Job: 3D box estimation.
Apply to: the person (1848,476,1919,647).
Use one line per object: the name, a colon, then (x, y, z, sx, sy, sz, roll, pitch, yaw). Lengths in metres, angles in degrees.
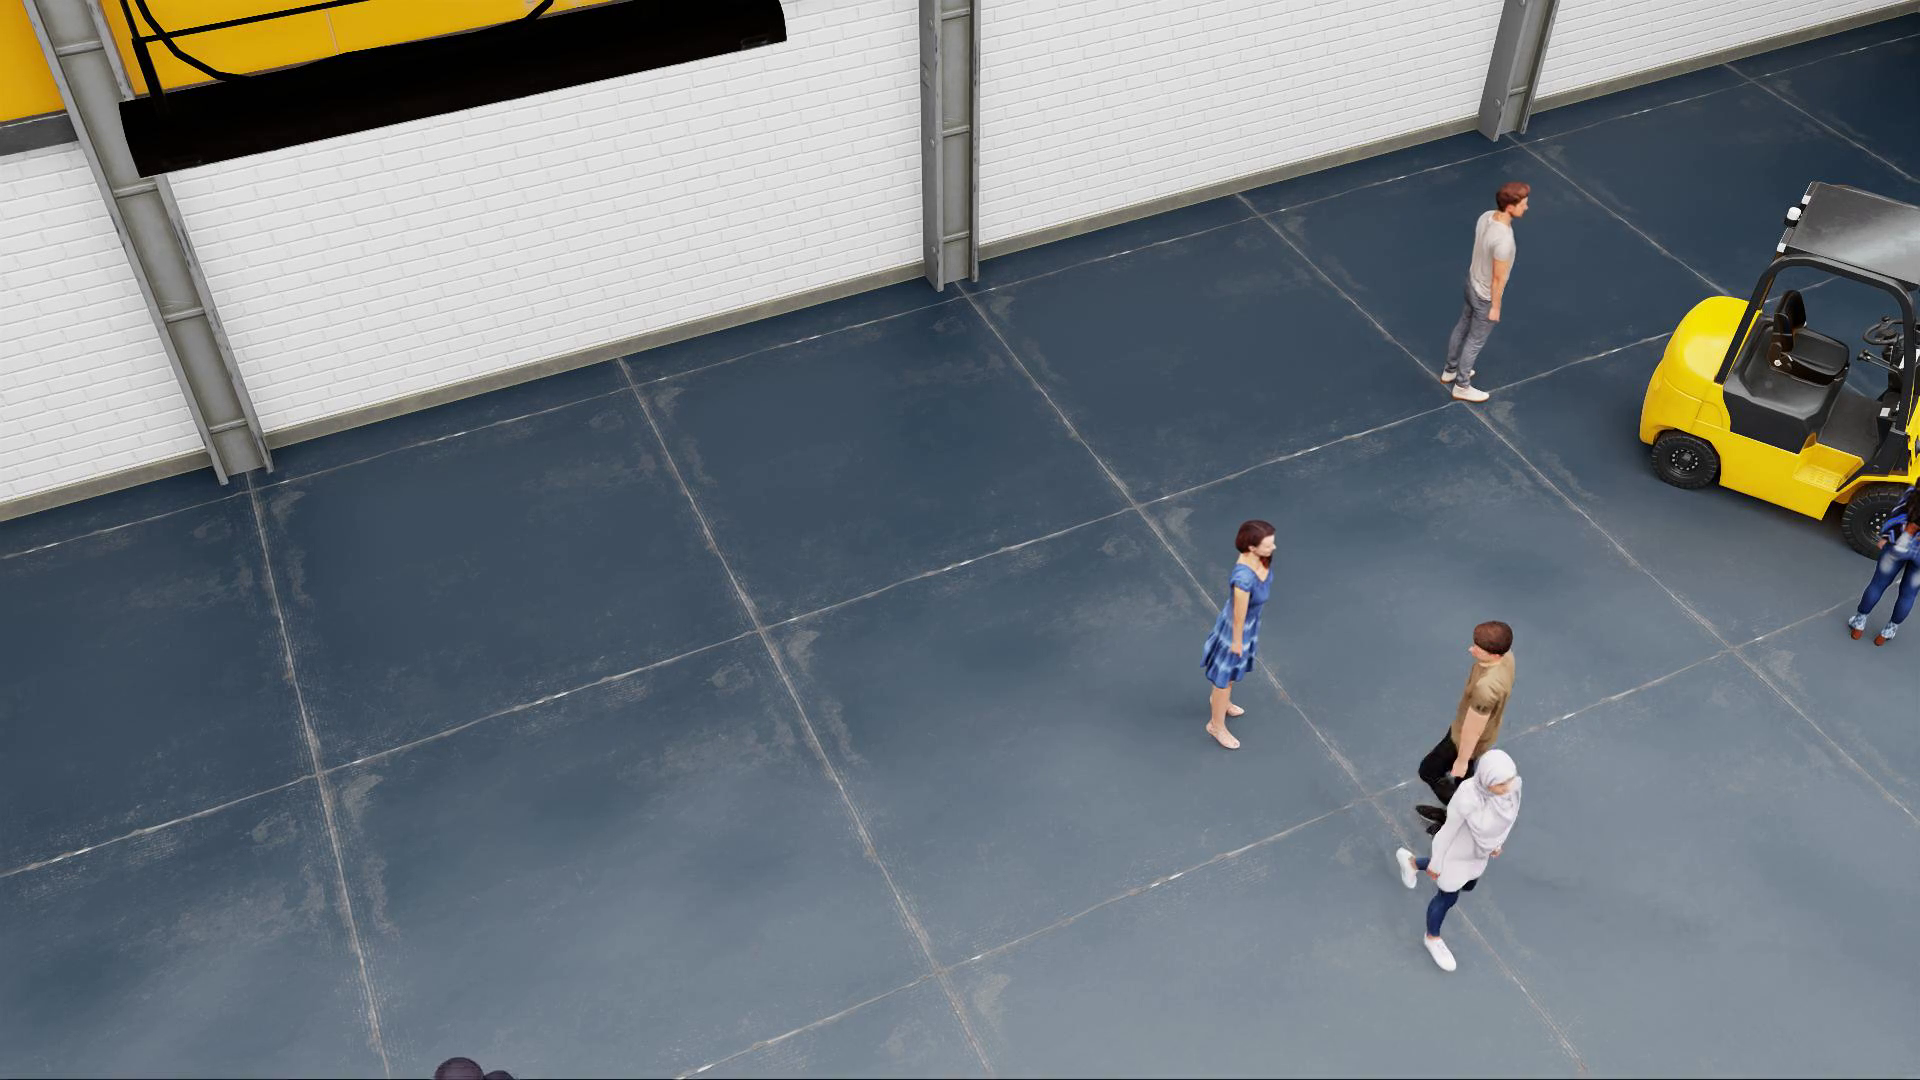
person: (6.301, 0.063, 10.991, 0.694, 1.615, 0.719, 23, 48, 22)

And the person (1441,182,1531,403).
person: (4.056, -1.935, 12.888, 0.681, 1.891, 0.729, -4, 44, -4)

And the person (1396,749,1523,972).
person: (2.743, 1.655, 9.214, 0.839, 1.761, 0.687, -17, 46, -17)

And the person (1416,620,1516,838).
person: (3.064, 1.163, 9.677, 0.902, 1.834, 0.823, 19, 47, 19)

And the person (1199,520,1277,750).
person: (1.745, 0.561, 10.330, 0.804, 1.805, 0.758, 12, 45, 12)
